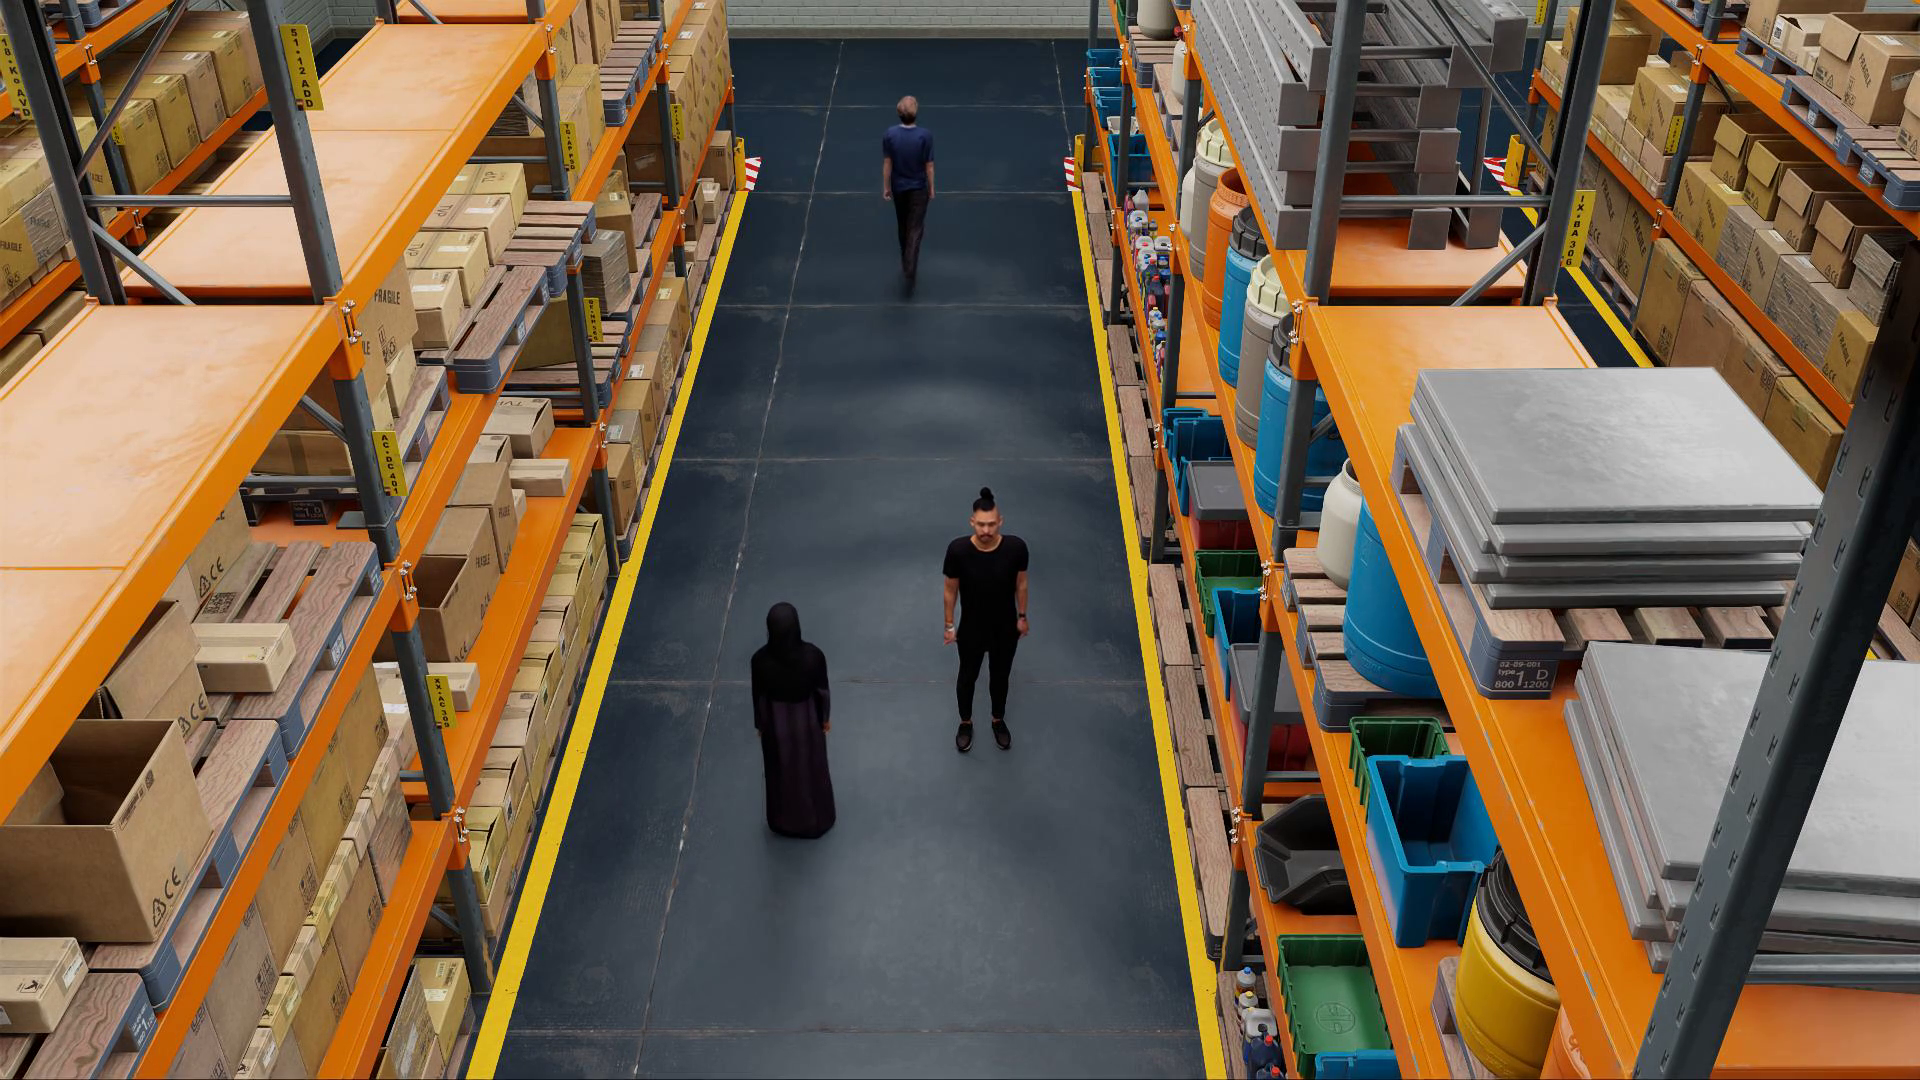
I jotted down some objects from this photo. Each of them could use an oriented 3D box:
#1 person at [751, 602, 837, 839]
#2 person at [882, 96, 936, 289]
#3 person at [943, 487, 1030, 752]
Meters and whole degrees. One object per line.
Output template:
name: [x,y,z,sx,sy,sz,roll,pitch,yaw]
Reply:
person: [-0.986,1.044,9.701,0.619,1.615,0.604,-3,33,-5]
person: [-0.505,-3.379,16.299,0.817,1.836,1.205,6,34,9]
person: [0.166,0.492,10.320,0.708,1.865,0.601,-3,33,-5]
